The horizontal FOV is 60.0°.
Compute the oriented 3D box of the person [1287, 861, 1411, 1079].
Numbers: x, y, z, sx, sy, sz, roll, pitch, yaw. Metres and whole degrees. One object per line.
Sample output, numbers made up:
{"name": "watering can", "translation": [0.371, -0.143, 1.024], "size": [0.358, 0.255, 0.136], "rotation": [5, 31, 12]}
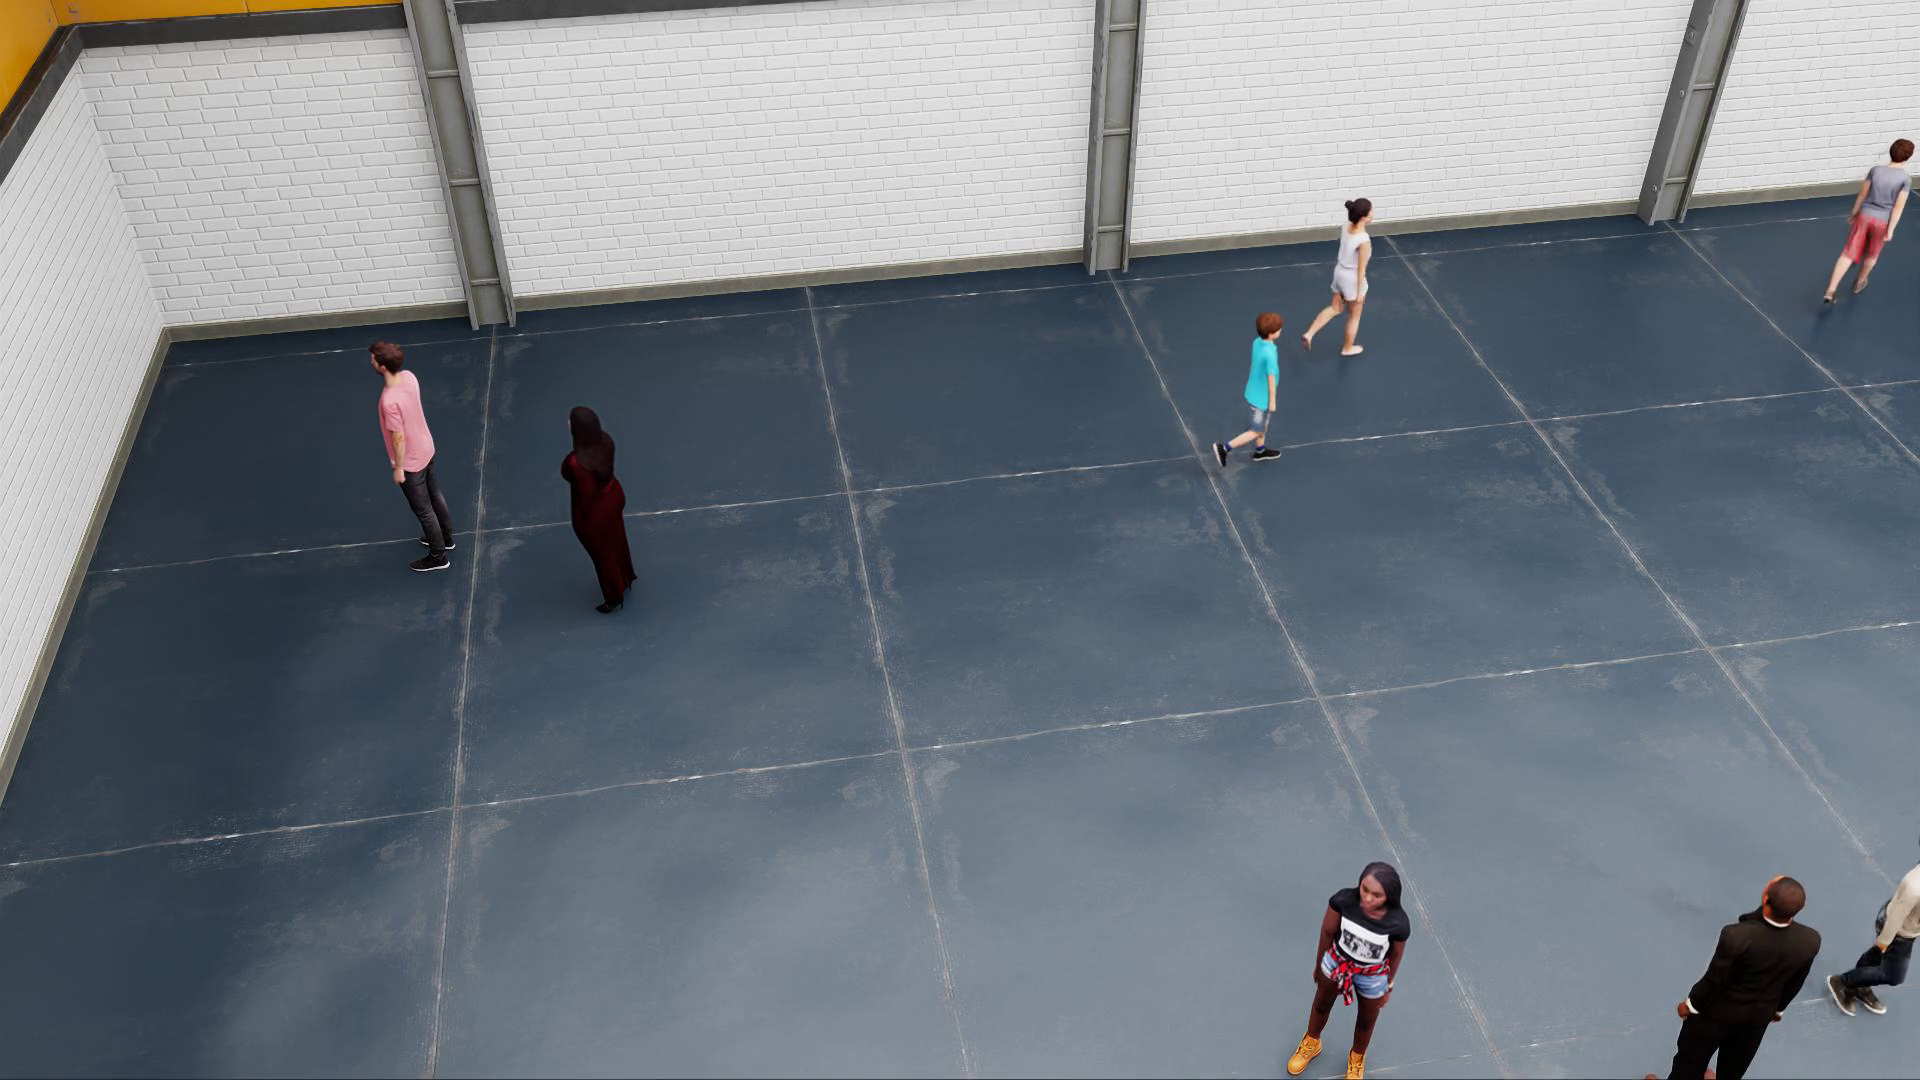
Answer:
{"name": "person", "translation": [2.127, 2.328, 8.953], "size": [0.708, 1.728, 0.784], "rotation": [18, 42, 21]}

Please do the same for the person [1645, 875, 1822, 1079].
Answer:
{"name": "person", "translation": [4.057, 2.423, 8.692], "size": [0.606, 1.905, 0.785], "rotation": [0, 39, 0]}

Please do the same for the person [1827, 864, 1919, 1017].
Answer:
{"name": "person", "translation": [5.262, 2.135, 9.412], "size": [0.644, 1.456, 0.718], "rotation": [-30, 48, -32]}

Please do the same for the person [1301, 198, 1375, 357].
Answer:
{"name": "person", "translation": [3.416, -2.315, 14.877], "size": [0.910, 1.590, 0.688], "rotation": [-14, 41, -17]}

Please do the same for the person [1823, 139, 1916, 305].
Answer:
{"name": "person", "translation": [8.548, -2.955, 15.652], "size": [1.019, 1.624, 1.171], "rotation": [30, 47, 32]}

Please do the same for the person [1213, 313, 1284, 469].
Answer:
{"name": "person", "translation": [2.402, -1.199, 13.602], "size": [0.847, 1.438, 0.542], "rotation": [-5, 39, -7]}

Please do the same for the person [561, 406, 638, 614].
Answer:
{"name": "person", "translation": [-2.623, -0.236, 12.140], "size": [0.731, 1.757, 0.745], "rotation": [7, 39, 9]}

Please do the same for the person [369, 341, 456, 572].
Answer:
{"name": "person", "translation": [-4.100, -0.637, 12.481], "size": [0.609, 1.958, 0.658], "rotation": [1, 39, 1]}
